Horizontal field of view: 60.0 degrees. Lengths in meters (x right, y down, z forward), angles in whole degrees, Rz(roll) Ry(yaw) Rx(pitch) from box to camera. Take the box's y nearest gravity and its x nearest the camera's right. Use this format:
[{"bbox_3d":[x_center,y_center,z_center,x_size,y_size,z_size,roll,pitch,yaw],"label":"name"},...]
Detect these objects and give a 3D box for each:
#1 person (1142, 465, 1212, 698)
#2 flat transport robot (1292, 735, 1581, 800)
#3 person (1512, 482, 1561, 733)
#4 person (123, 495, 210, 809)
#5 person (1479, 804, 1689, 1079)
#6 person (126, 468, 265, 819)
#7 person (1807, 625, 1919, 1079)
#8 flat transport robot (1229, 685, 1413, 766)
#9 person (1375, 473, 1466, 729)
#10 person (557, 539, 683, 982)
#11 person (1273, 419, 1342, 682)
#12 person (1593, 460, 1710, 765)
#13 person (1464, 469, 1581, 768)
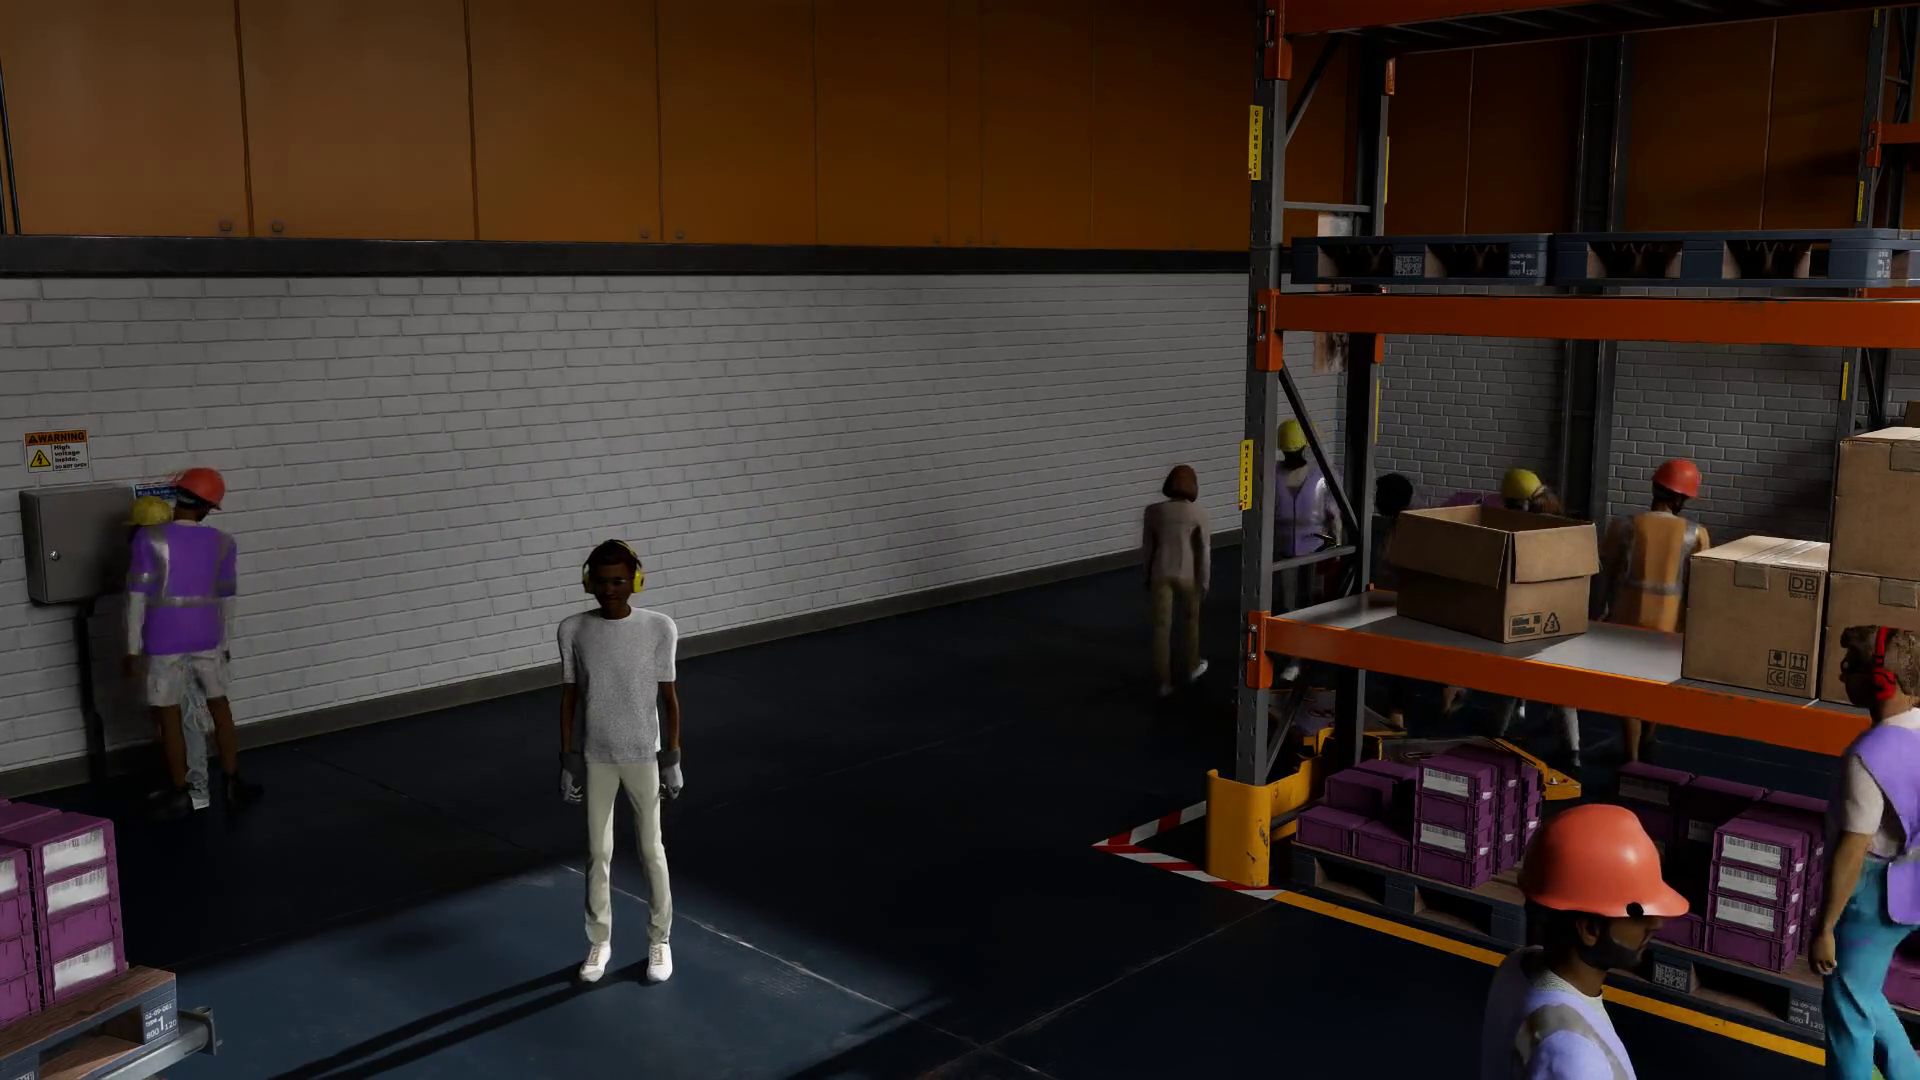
[{"bbox_3d":[1.523,0.269,11.615,0.522,1.581,0.819,4,10,22],"label":"person"},{"bbox_3d":[2.669,1.299,9.356,1.431,0.197,0.652,-2,9,-10],"label":"flat transport robot"},{"bbox_3d":[3.727,0.428,10.674,0.509,1.611,0.745,1,9,4],"label":"person"},{"bbox_3d":[-4.313,0.619,9.035,0.313,1.741,0.487,-5,11,-30],"label":"person"},{"bbox_3d":[1.194,1.458,3.290,0.354,1.939,0.544,1,9,6],"label":"person"},{"bbox_3d":[-4.187,0.564,8.972,0.369,1.884,0.663,8,12,41],"label":"person"},{"bbox_3d":[2.935,1.172,5.342,0.601,1.831,0.433,-8,12,-40],"label":"person"},{"bbox_3d":[2.219,1.144,10.312,0.652,0.197,1.431,-2,9,-10],"label":"flat transport robot"},{"bbox_3d":[2.920,0.399,10.571,0.612,1.671,0.548,1,9,6],"label":"person"},{"bbox_3d":[-1.409,0.912,6.886,0.514,1.861,0.316,0,9,-1],"label":"person"},{"bbox_3d":[2.463,0.047,12.094,0.633,1.884,0.732,3,10,18],"label":"person"},{"bbox_3d":[3.930,0.473,9.507,0.572,1.872,0.982,3,10,19],"label":"person"},{"bbox_3d":[3.429,0.462,9.937,0.617,1.771,0.914,-5,10,-27],"label":"person"}]
